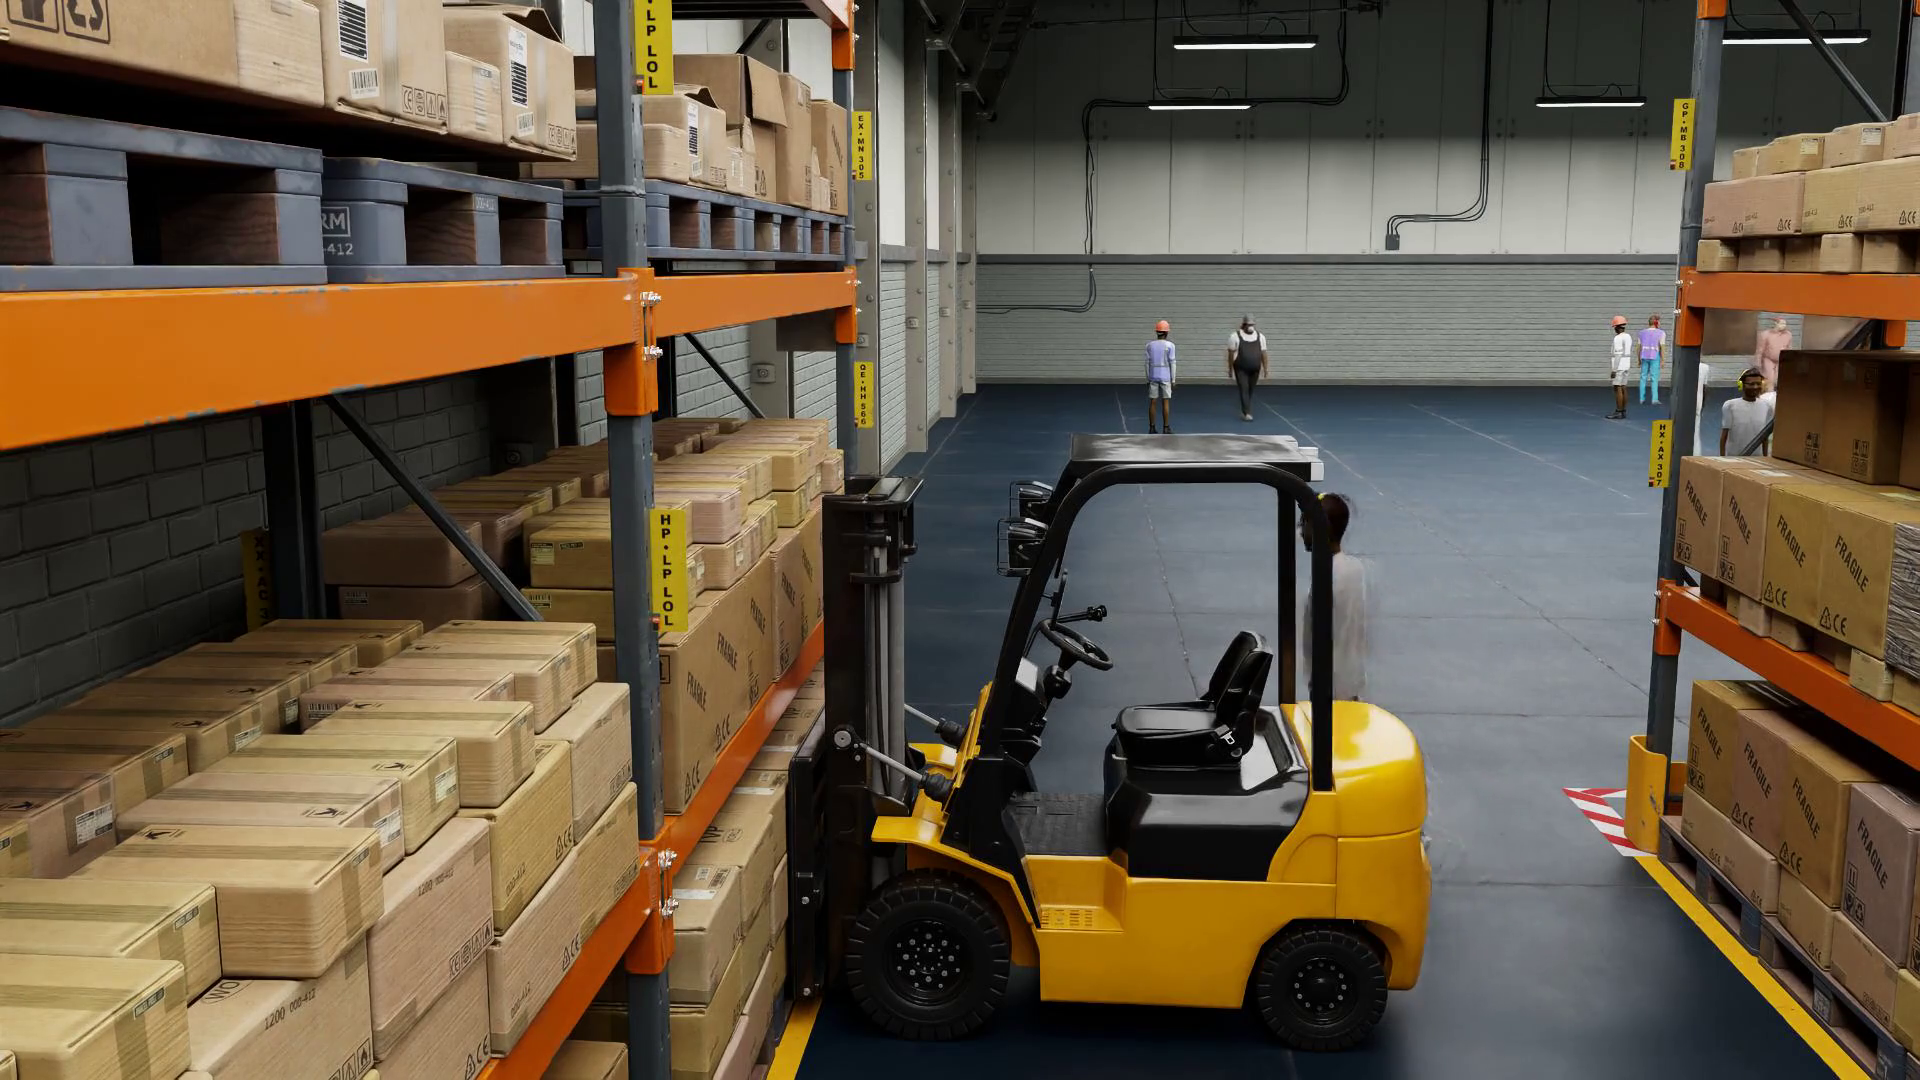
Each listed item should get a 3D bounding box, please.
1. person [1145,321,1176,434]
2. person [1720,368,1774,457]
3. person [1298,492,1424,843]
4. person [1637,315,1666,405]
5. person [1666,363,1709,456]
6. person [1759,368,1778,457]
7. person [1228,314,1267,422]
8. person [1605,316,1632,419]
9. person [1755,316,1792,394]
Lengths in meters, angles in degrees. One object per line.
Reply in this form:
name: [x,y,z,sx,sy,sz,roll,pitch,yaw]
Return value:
person: [3.401,-2.732,28.108,0.549,1.937,0.358,5,11,29]
person: [7.731,-0.762,16.374,0.514,1.872,0.332,0,9,-1]
person: [1.753,0.698,7.628,0.634,1.847,0.524,6,11,32]
person: [14.222,-3.700,34.268,0.396,1.841,0.565,-9,13,-42]
person: [9.869,-1.781,22.590,0.541,1.870,0.388,0,9,-1]
person: [8.964,-1.021,18.166,0.585,1.806,0.863,0,9,-1]
person: [5.353,-3.246,30.911,0.692,2.000,1.041,-1,9,-8]
person: [12.304,-3.216,31.083,0.391,1.924,0.547,9,13,43]
person: [16.360,-3.582,33.516,0.687,1.865,0.898,-1,9,-4]
